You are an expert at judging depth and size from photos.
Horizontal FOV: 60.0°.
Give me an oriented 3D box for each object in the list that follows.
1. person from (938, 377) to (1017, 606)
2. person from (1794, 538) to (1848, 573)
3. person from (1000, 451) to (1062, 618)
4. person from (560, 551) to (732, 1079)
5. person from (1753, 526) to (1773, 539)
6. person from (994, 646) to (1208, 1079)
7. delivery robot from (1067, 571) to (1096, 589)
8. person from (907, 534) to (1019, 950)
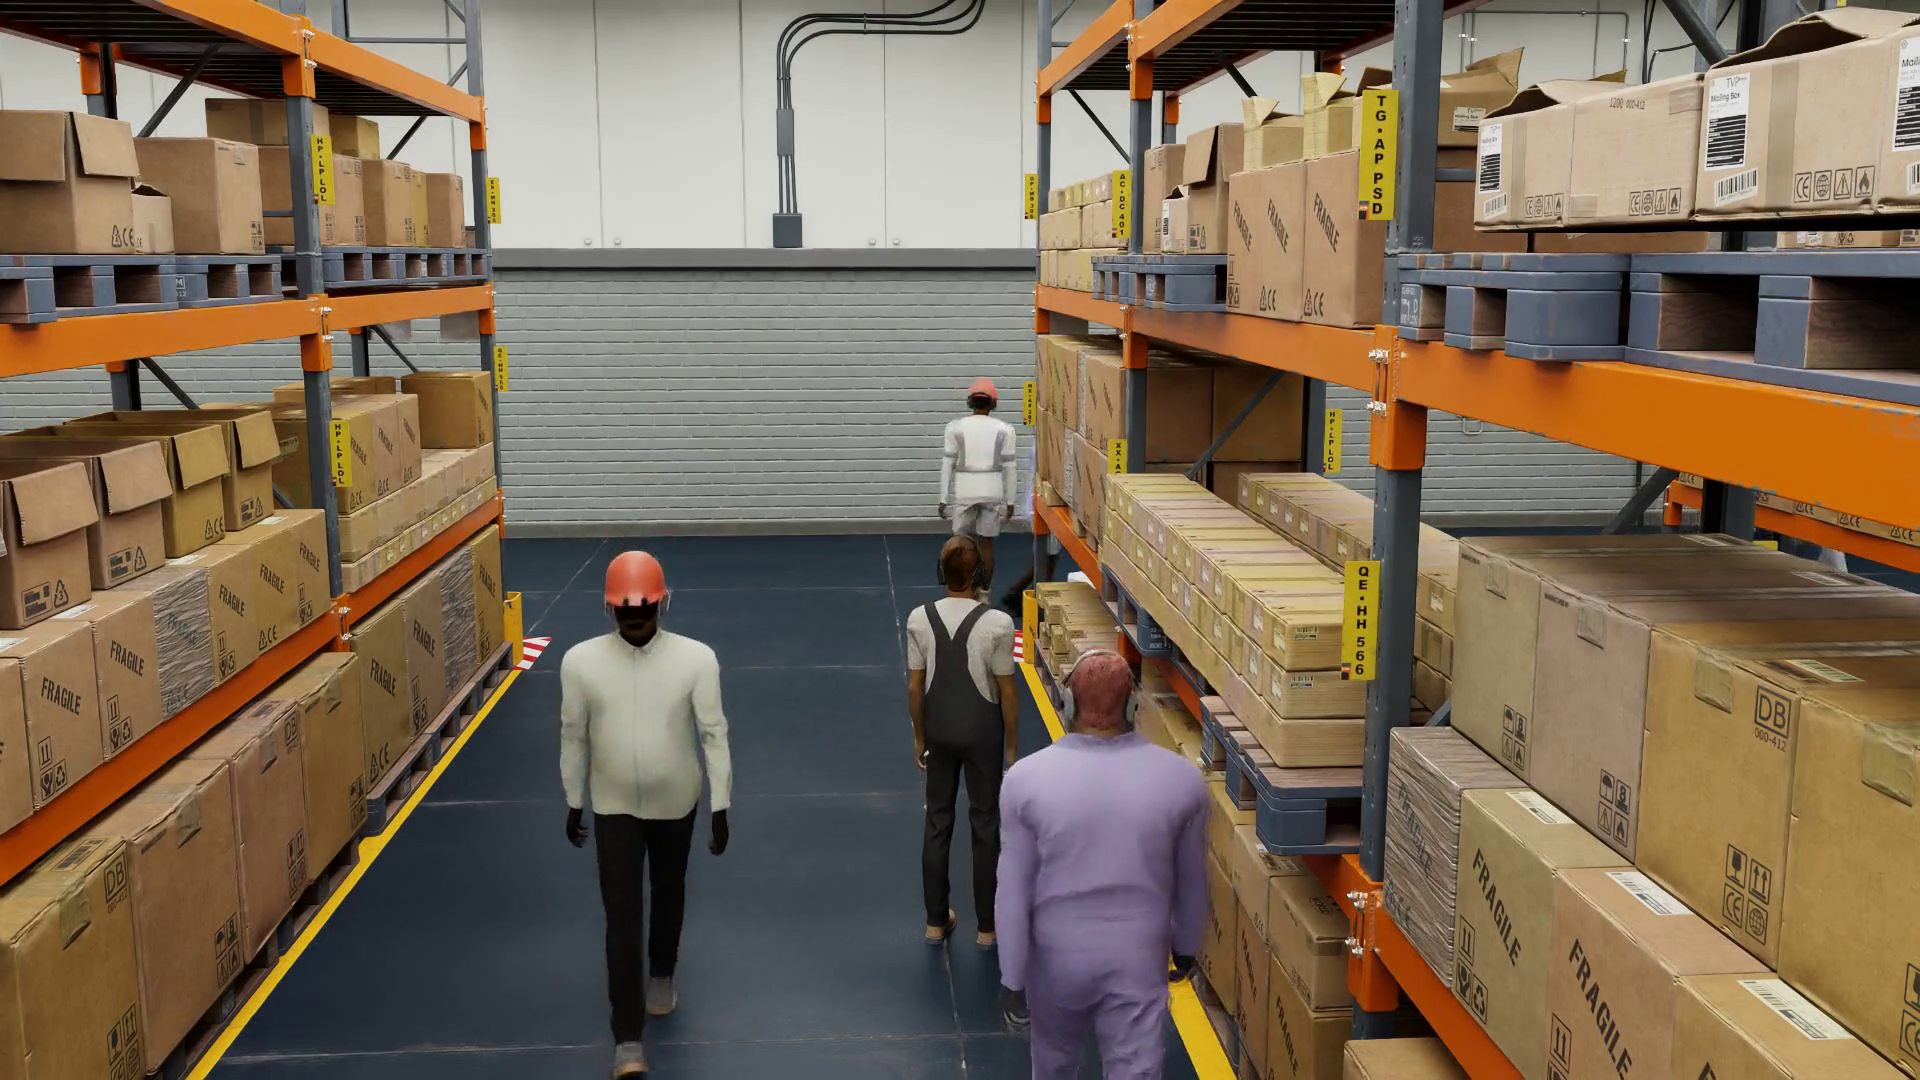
[{"bbox_3d":[0.148,-0.382,14.270,0.688,2.016,0.508,0,10,-2],"label":"person"},{"bbox_3d":[6.974,-0.091,13.208,0.630,1.806,1.004,-3,10,-14],"label":"person"},{"bbox_3d":[0.648,-0.220,13.651,0.715,1.907,0.570,4,11,24],"label":"person"},{"bbox_3d":[-1.194,1.000,6.349,0.644,1.937,1.011,-2,10,-10],"label":"person"},{"bbox_3d":[6.582,-0.102,13.821,0.804,1.599,0.503,0,10,0],"label":"person"},{"bbox_3d":[0.429,1.243,5.174,0.669,1.854,0.988,-1,10,-3],"label":"person"},{"bbox_3d":[1.186,0.409,13.629,0.477,0.478,0.707,-6,11,-30],"label":"delivery robot"},{"bbox_3d":[0.021,0.886,7.304,0.509,1.846,0.341,3,10,19],"label":"person"}]
